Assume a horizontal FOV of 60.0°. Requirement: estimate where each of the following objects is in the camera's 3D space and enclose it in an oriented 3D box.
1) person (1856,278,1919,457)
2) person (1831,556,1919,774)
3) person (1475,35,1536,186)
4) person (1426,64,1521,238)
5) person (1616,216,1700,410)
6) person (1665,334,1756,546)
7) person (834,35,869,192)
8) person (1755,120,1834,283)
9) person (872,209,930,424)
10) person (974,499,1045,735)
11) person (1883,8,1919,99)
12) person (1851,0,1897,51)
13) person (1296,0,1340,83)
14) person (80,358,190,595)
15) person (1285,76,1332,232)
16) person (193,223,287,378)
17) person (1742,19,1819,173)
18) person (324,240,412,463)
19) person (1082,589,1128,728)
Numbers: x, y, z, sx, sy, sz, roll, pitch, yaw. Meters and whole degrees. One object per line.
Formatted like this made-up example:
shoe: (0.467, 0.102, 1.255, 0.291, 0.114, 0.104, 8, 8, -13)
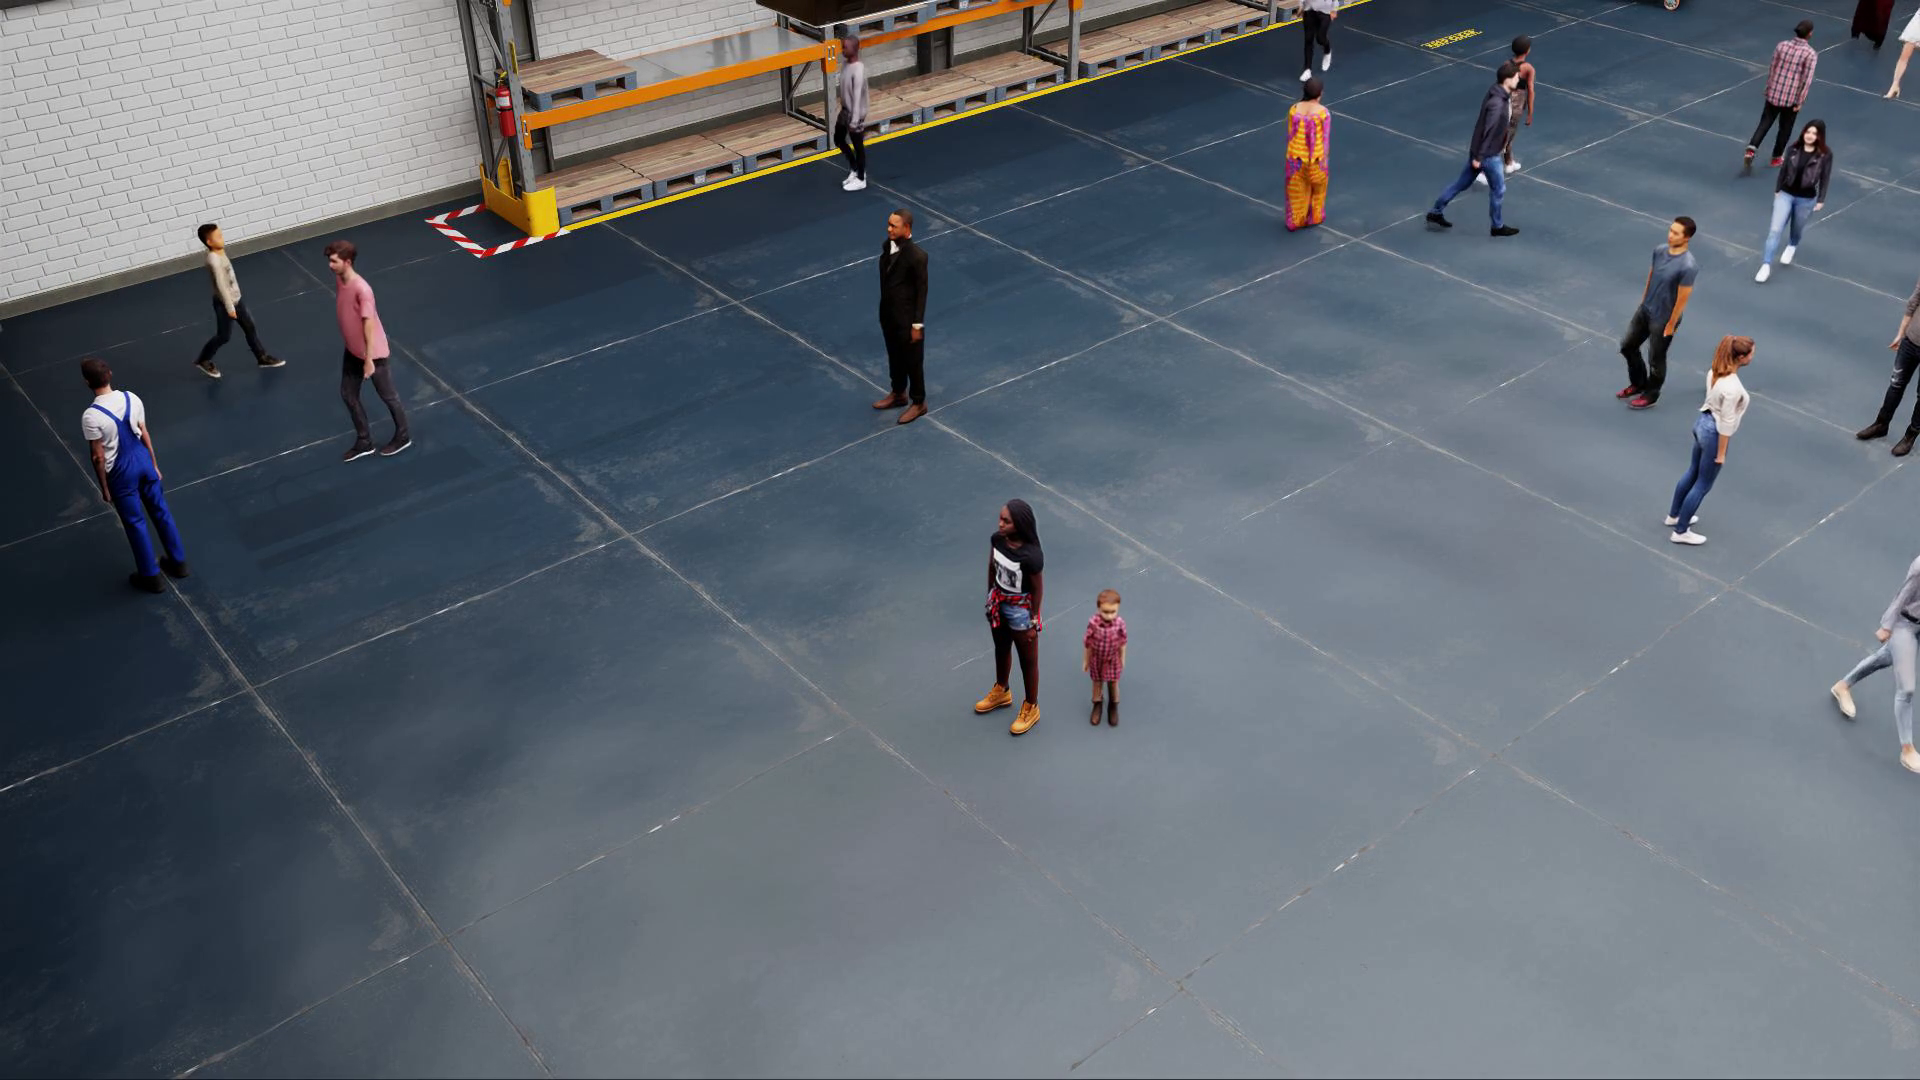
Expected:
person: (8.026, -1.624, 13.778, 0.636, 1.904, 0.725, -19, 38, -26)
person: (6.072, 0.533, 10.684, 1.213, 1.736, 1.072, -5, 34, -8)
person: (6.177, -4.812, 18.798, 1.177, 1.655, 0.583, -26, 41, -33)
person: (5.443, -4.095, 17.546, 1.241, 1.847, 1.213, 5, 34, 7)
person: (6.135, -1.965, 14.385, 0.768, 1.799, 0.781, -10, 35, -15)
person: (5.717, -0.774, 12.666, 0.736, 1.719, 0.674, 3, 34, 5)
person: (-1.114, -4.792, 18.668, 0.649, 1.766, 0.693, -16, 37, -22)
person: (8.481, -3.455, 16.814, 0.836, 1.592, 1.162, 21, 39, 28)
person: (-0.483, -1.939, 14.250, 0.591, 1.904, 0.673, -24, 41, -32)
person: (0.354, 0.474, 10.780, 0.598, 1.728, 0.610, -28, 42, -35)
person: (12.445, -6.519, 21.289, 1.220, 1.740, 0.841, -14, 36, -19)
person: (12.797, -7.650, 23.008, 1.032, 1.721, 1.177, 9, 35, 13)
person: (4.752, -7.034, 21.907, 0.853, 1.913, 0.993, 18, 37, 25)
person: (-6.040, -0.482, 12.109, 0.745, 1.848, 0.610, 18, 38, 25)
person: (3.676, -4.098, 17.720, 0.777, 1.660, 0.867, 21, 39, 29)
person: (-6.662, -2.135, 14.960, 1.062, 1.445, 0.858, -6, 34, -9)
person: (9.445, -5.103, 19.151, 1.022, 1.750, 0.716, -27, 42, -35)
person: (-4.799, -1.589, 13.691, 0.763, 1.940, 0.894, 23, 40, 31)
person: (0.959, 0.746, 11.011, 0.520, 1.019, 0.578, 4, 34, 6)
